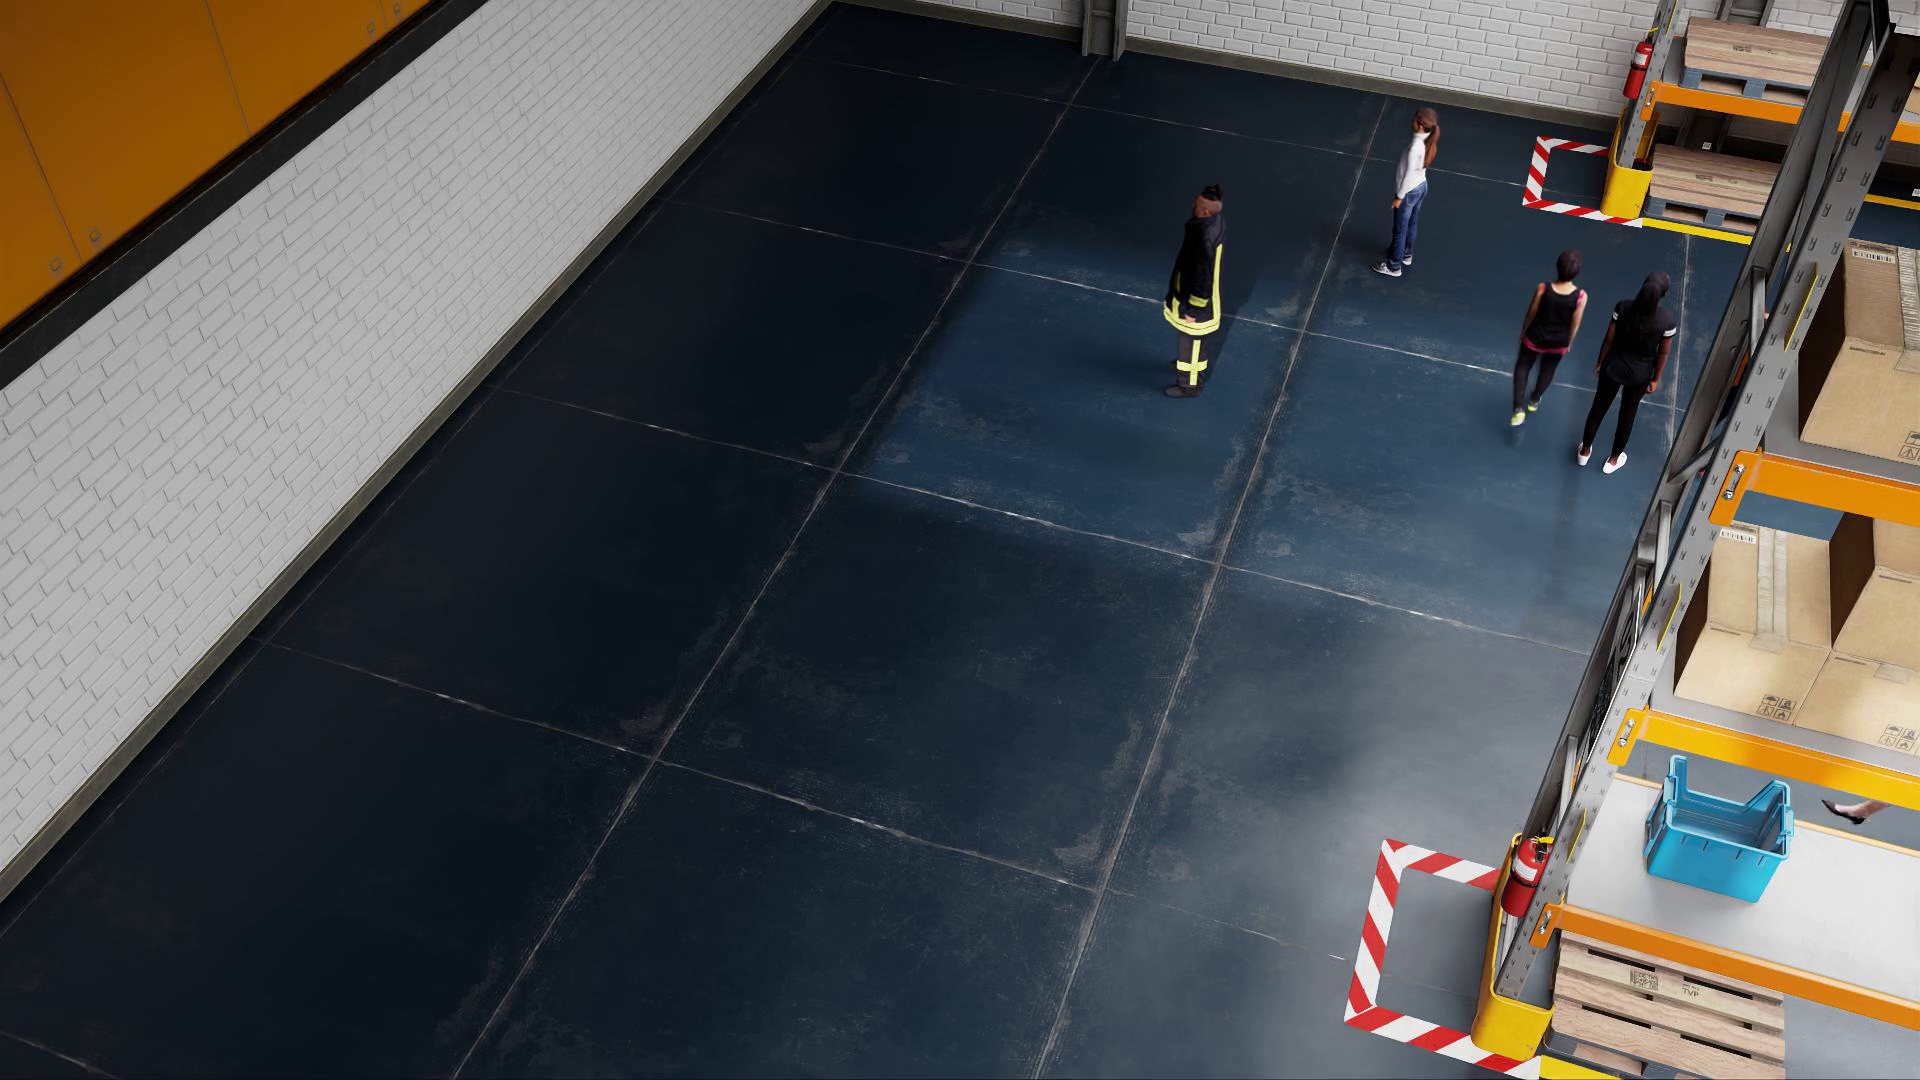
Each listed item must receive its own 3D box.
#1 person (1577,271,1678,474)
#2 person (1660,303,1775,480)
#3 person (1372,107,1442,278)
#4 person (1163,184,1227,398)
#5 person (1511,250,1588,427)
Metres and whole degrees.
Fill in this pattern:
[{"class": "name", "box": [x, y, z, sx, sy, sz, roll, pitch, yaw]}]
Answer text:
[{"class": "person", "box": [4.918, -1.247, 12.268, 0.553, 1.729, 0.714, 23, 48, 22]}, {"class": "person", "box": [5.776, -1.056, 12.094, 0.965, 1.692, 0.896, -9, 44, -10]}, {"class": "person", "box": [3.861, -2.990, 14.220, 0.610, 1.559, 0.591, 28, 50, 26]}, {"class": "person", "box": [1.844, -1.944, 12.904, 0.735, 1.861, 0.796, 8, 44, 8]}, {"class": "person", "box": [4.482, -1.518, 12.693, 0.814, 1.536, 0.604, 12, 45, 13]}]
